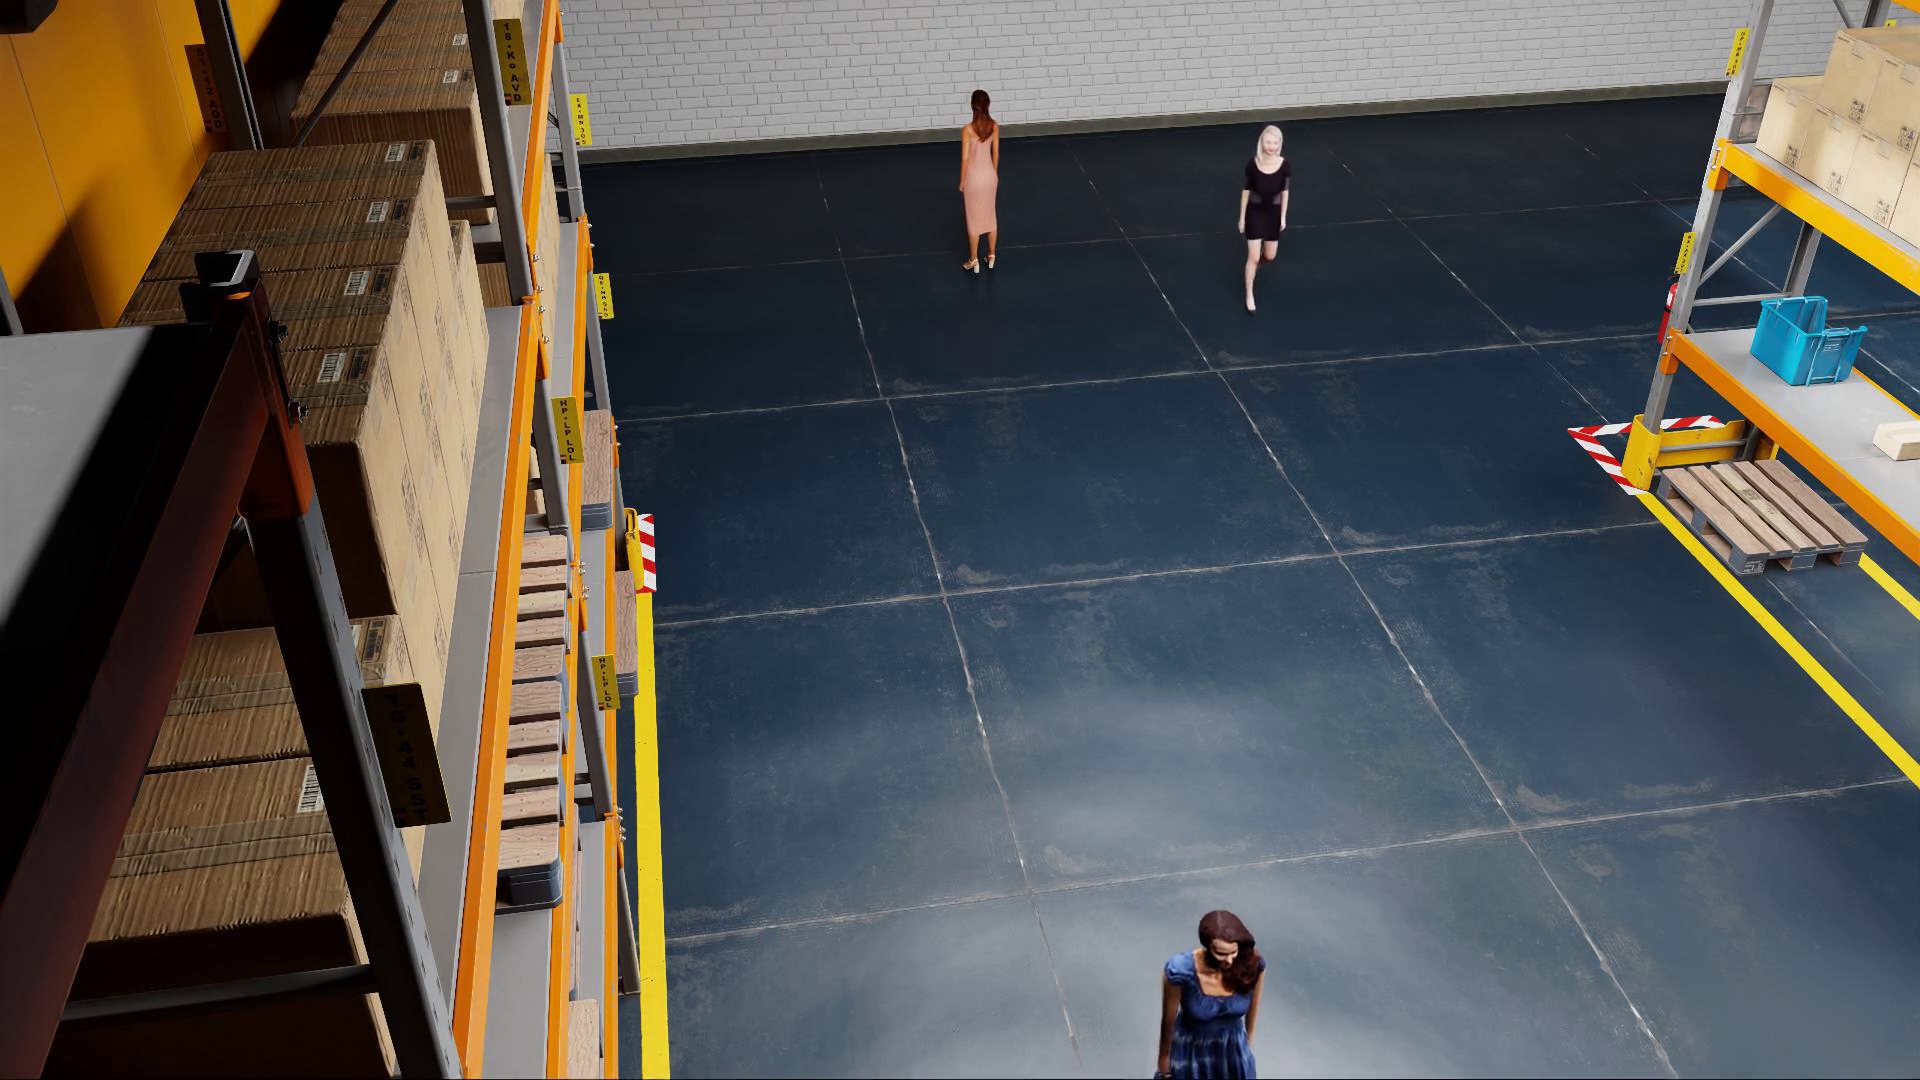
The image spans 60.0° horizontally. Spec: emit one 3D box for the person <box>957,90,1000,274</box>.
[{"bbox_3d":[0.198,-3.510,16.281,0.647,1.831,0.621,-17,37,-23],"label":"person"}]

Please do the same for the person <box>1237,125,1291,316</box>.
[{"bbox_3d":[2.817,-3.027,15.573,0.632,1.810,0.871,0,34,0],"label":"person"}]

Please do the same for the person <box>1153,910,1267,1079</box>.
[{"bbox_3d":[1.094,2.289,7.589,0.670,1.793,0.730,-3,34,-5],"label":"person"}]
